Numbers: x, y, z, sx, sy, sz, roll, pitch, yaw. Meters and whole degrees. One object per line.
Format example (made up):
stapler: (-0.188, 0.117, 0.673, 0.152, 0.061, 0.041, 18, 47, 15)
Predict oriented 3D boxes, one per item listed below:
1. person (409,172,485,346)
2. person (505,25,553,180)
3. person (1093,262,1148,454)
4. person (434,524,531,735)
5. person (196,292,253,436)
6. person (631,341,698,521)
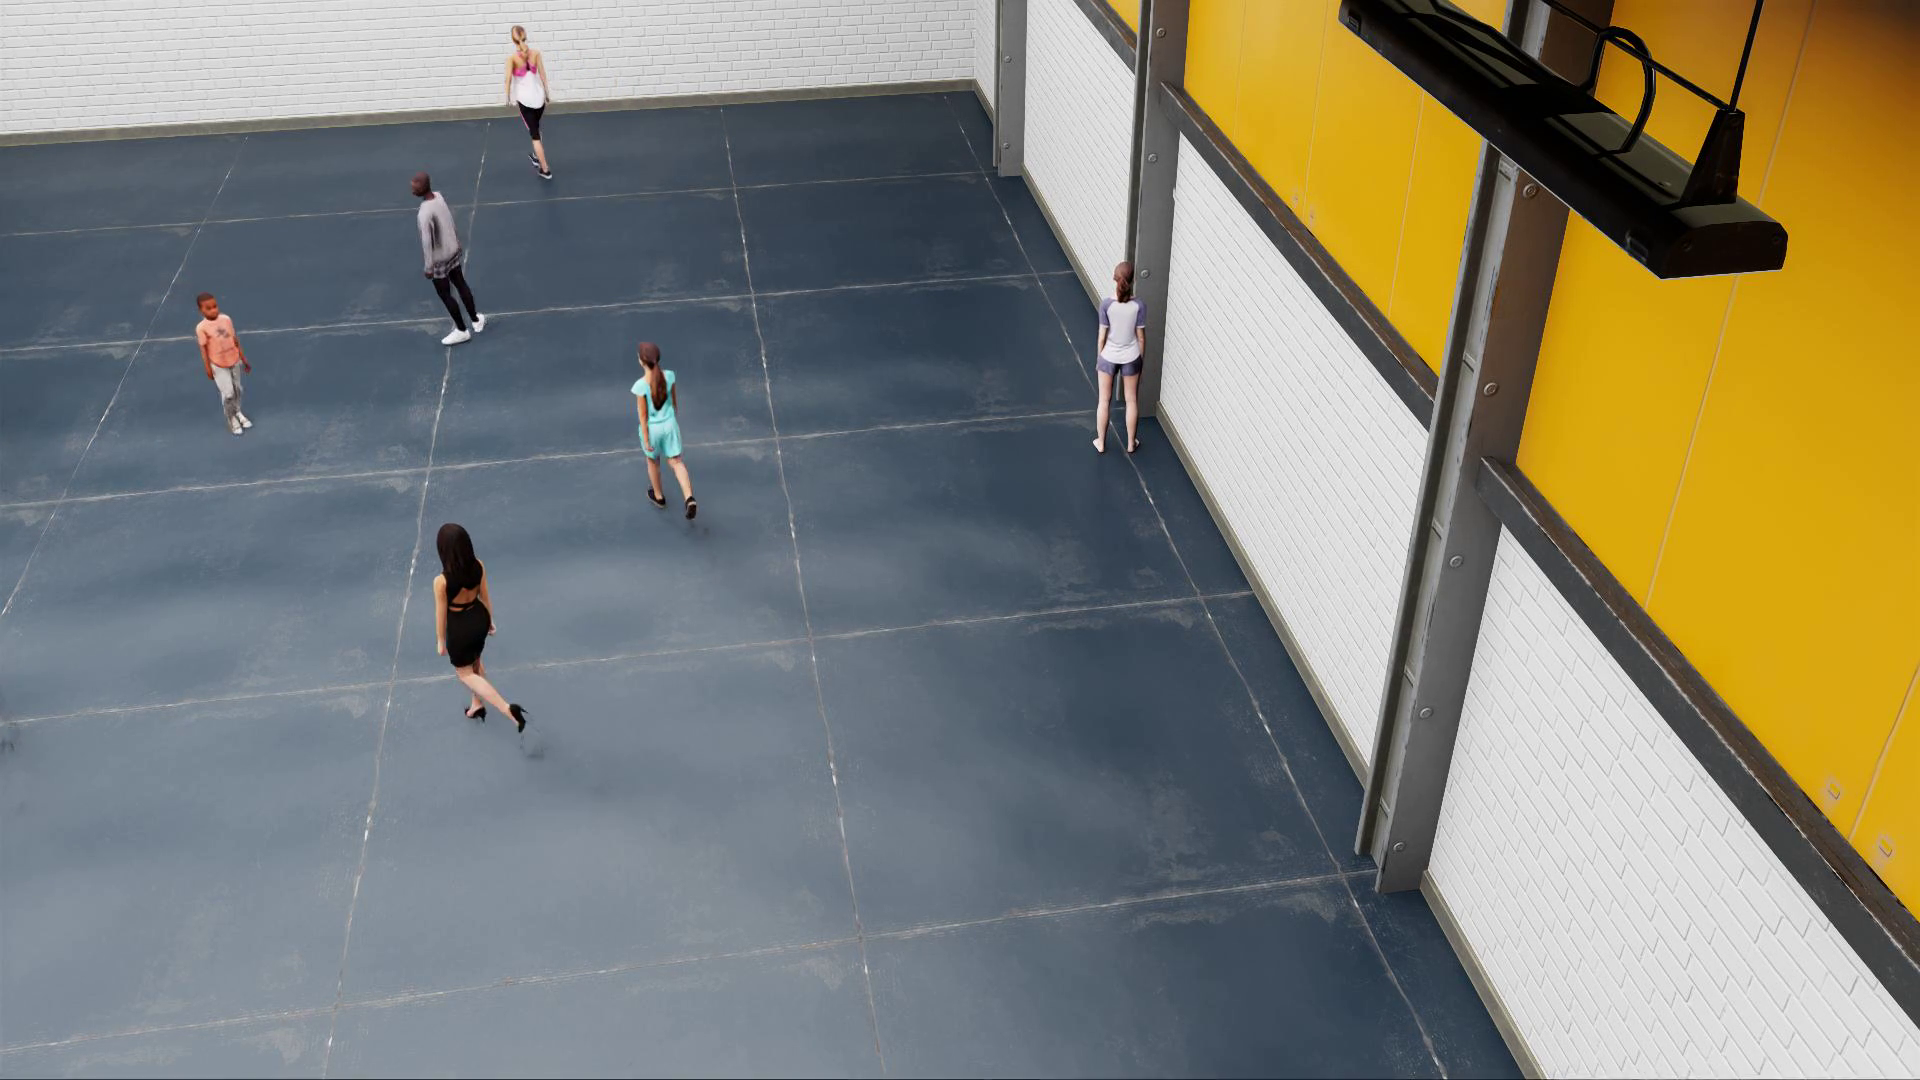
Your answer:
person: (-4.902, -2.745, 15.979, 0.942, 1.750, 0.673, 10, 35, 15)
person: (-5.004, -5.104, 19.514, 0.874, 1.766, 1.033, -21, 39, -29)
person: (1.362, -1.546, 14.160, 0.625, 1.768, 0.632, 2, 34, 2)
person: (-3.194, 0.650, 10.979, 0.964, 1.630, 0.926, 20, 38, 27)
person: (-6.513, -1.594, 14.655, 0.640, 1.299, 0.584, 24, 41, 32)
person: (-2.368, -0.864, 13.338, 0.789, 1.542, 1.025, -21, 39, -28)
